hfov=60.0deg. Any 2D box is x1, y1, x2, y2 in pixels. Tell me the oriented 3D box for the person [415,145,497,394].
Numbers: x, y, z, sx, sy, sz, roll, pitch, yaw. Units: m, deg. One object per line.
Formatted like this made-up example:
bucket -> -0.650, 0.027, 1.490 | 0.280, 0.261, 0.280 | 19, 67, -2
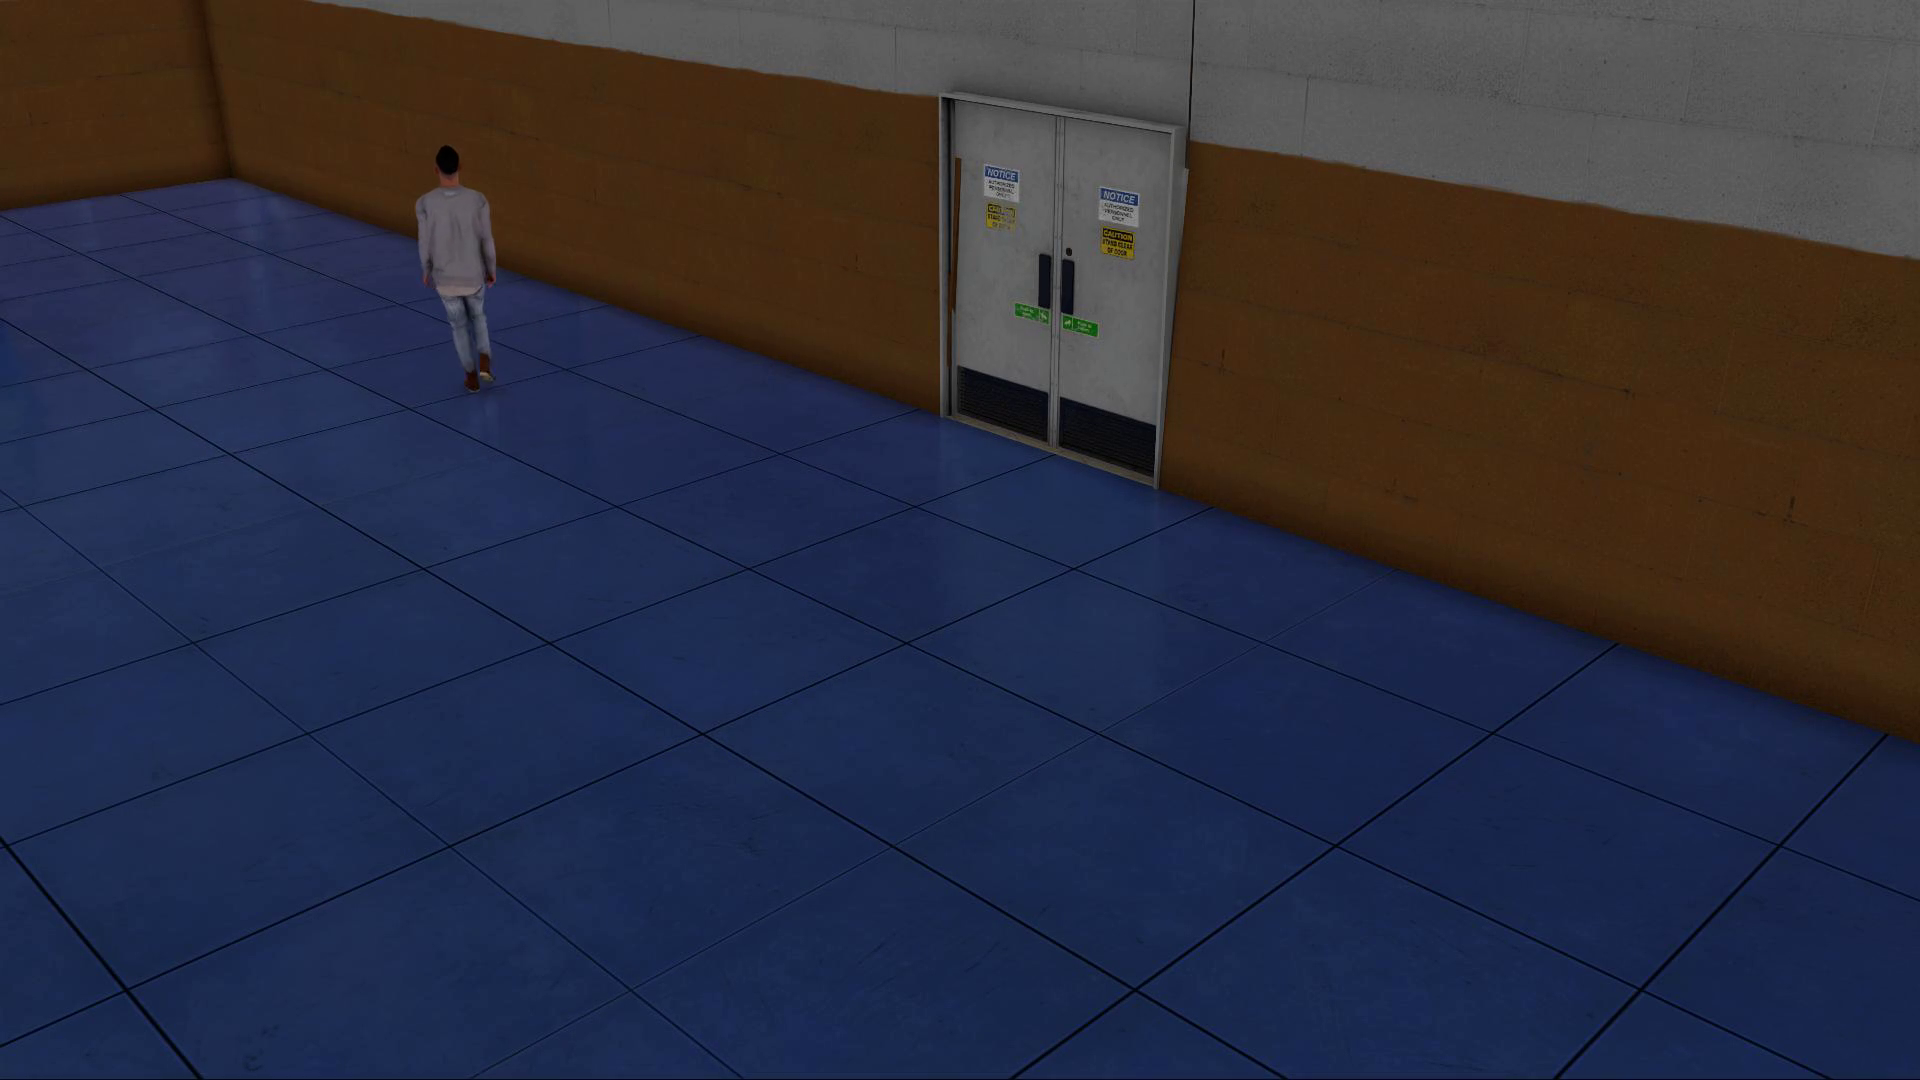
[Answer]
person -> -3.665, -1.952, 12.206 | 0.730, 1.831, 0.841 | -10, 26, -22
